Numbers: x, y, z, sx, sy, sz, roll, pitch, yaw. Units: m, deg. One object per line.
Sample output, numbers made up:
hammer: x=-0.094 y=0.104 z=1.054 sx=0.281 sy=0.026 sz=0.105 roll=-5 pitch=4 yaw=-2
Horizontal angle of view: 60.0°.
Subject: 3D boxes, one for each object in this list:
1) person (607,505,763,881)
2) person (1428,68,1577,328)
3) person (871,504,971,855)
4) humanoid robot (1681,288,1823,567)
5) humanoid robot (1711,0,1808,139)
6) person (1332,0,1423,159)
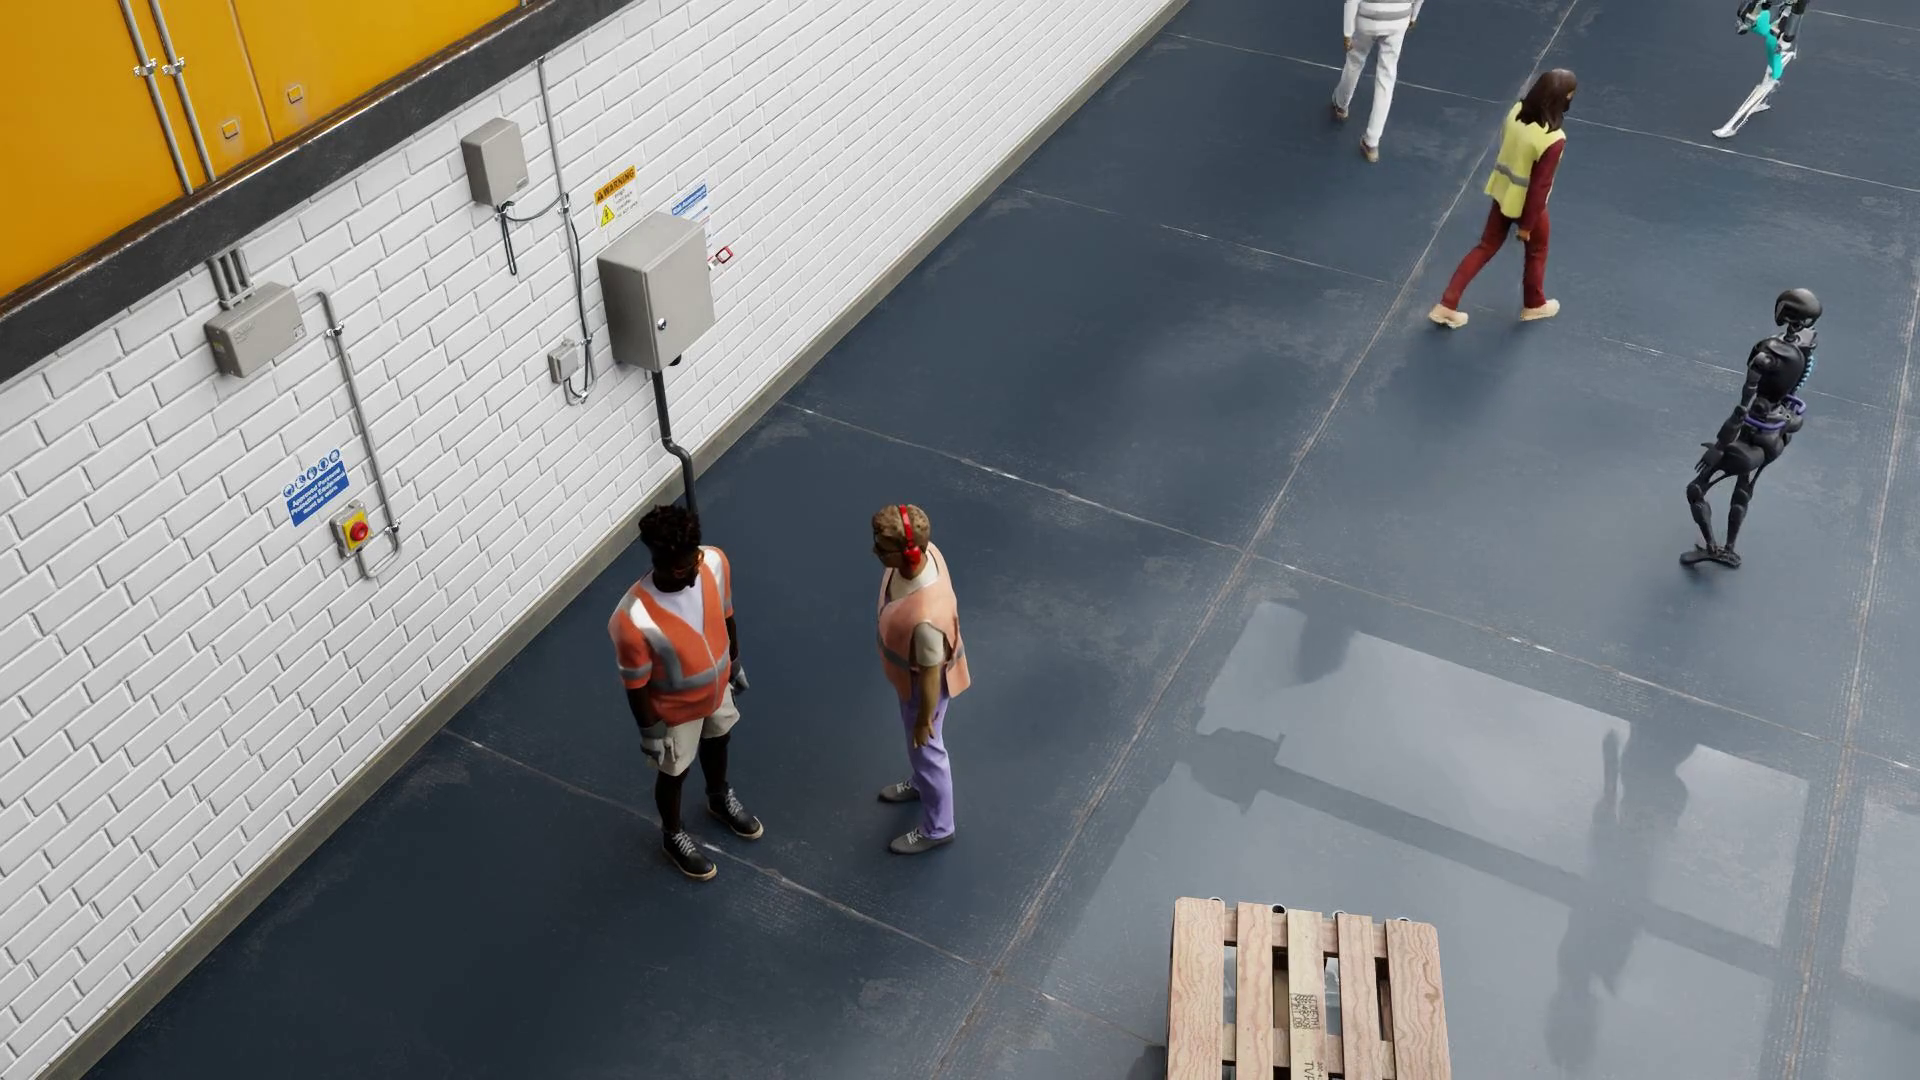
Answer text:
person: x=-1.117 y=0.620 z=6.831 sx=0.373 sy=1.958 sz=0.597 roll=25 pitch=47 yaw=26
person: x=3.390 y=-2.054 z=10.103 sx=0.892 sy=1.730 sz=0.469 roll=-16 pitch=43 yaw=-17
person: x=-0.156 y=0.575 z=6.973 sx=0.378 sy=1.837 sz=0.562 roll=-7 pitch=41 yaw=-8
humanoid robot: x=4.018 y=-0.553 z=8.399 sx=0.585 sy=1.644 sz=0.333 roll=-27 pitch=48 yaw=-28
humanoid robot: x=5.988 y=-3.799 z=12.110 sx=0.972 sy=1.735 sz=0.546 roll=-17 pitch=44 yaw=-19
person: x=3.030 y=-3.784 z=12.025 sx=0.580 sy=1.837 sz=0.968 roll=3 pitch=41 yaw=4
